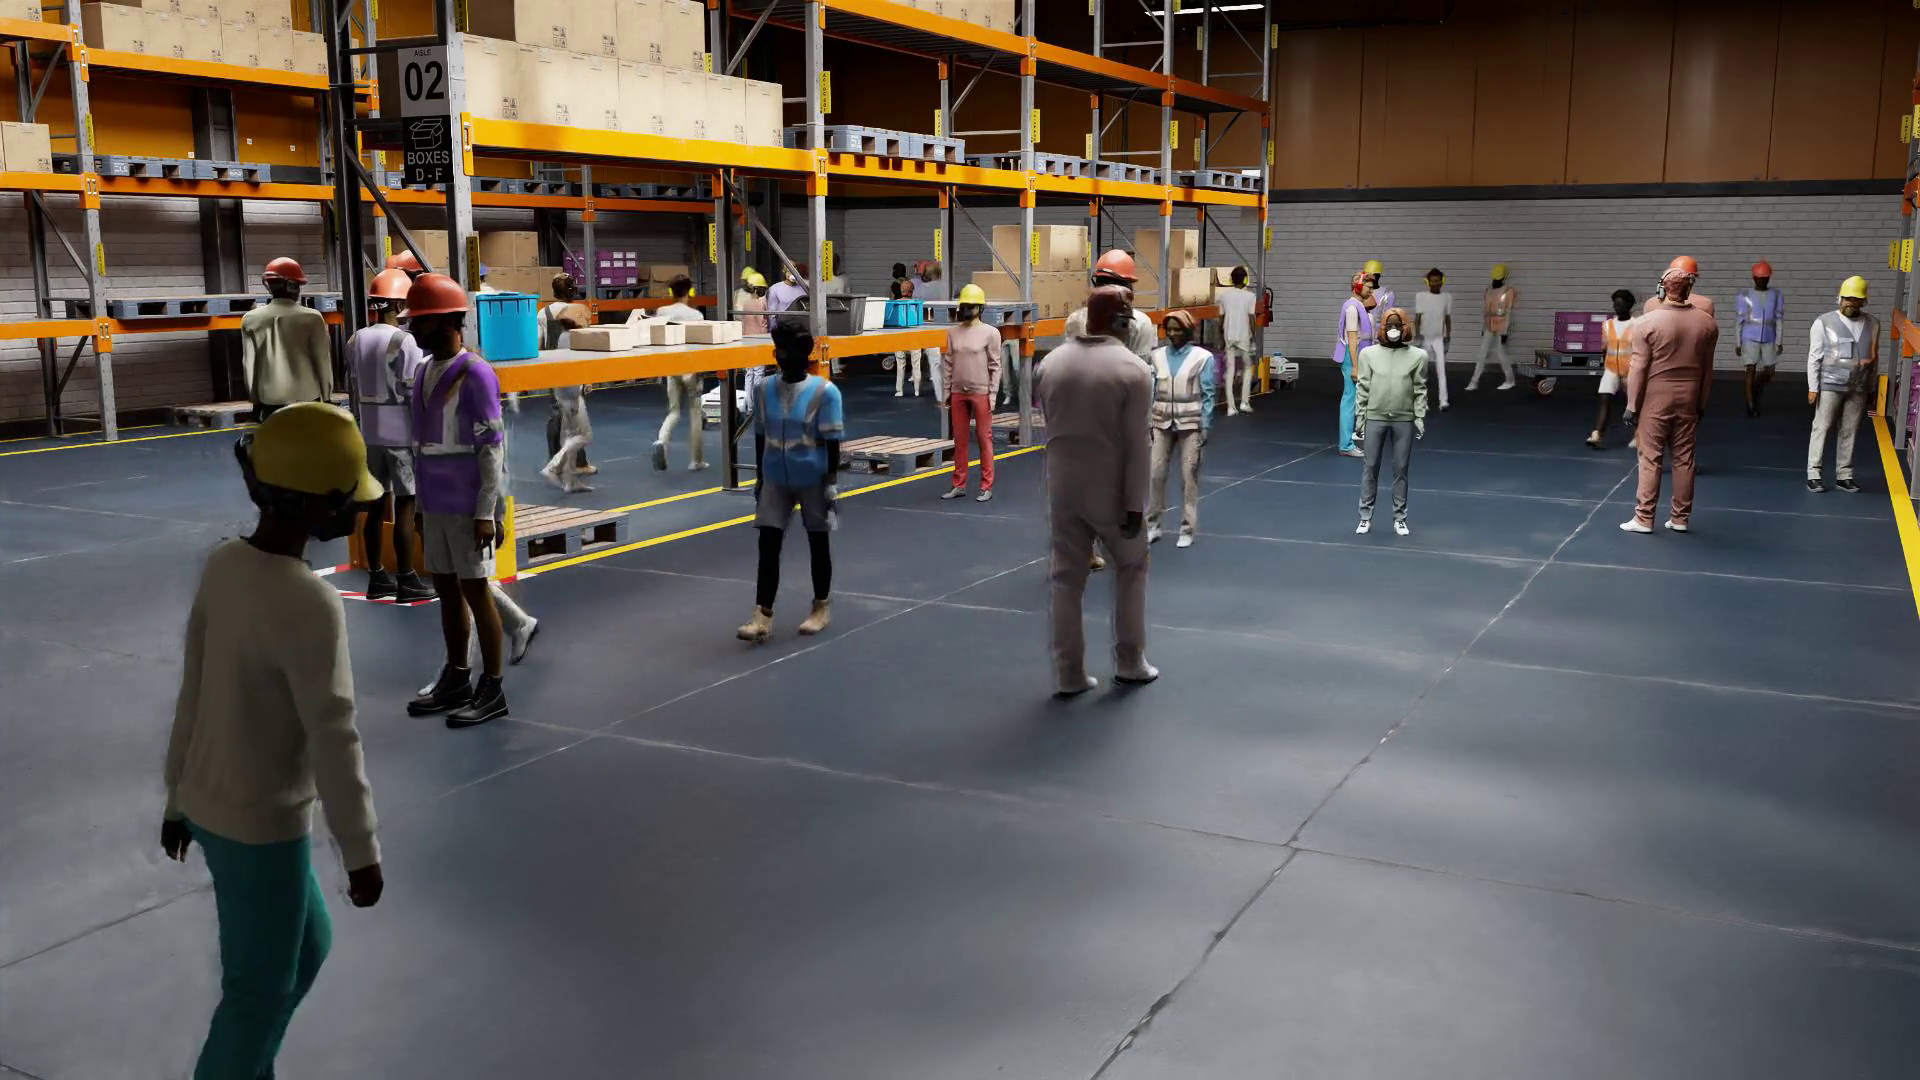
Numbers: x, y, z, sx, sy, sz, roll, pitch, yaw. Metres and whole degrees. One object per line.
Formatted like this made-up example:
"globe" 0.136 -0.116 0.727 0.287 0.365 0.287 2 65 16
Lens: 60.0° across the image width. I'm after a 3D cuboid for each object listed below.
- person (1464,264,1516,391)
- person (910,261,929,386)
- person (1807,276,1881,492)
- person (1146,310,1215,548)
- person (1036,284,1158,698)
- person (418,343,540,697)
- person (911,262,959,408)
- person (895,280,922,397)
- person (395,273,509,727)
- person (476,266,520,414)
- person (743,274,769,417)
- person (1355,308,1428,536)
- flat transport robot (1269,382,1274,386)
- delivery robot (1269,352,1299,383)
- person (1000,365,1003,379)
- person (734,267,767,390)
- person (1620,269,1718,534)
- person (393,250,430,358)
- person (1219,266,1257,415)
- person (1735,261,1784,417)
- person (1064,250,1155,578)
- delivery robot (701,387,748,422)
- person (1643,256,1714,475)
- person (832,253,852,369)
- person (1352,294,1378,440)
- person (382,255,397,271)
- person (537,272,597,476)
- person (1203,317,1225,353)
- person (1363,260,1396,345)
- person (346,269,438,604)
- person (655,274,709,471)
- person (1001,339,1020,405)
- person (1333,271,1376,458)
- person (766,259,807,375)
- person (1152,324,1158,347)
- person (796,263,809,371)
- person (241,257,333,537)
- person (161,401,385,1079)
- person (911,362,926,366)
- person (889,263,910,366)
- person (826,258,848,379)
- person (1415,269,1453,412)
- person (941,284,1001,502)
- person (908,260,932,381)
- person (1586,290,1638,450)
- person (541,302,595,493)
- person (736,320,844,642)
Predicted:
"person" 7.888 -3.113 24.487 0.914 1.877 0.669 -5 11 -26
"person" -0.433 -3.232 24.975 0.549 1.908 0.923 -7 12 -34
"person" 7.467 -1.306 14.047 0.598 1.827 0.403 0 10 -1
"person" 1.502 -0.763 11.479 0.535 1.636 0.354 5 11 27
"person" 0.676 -0.230 7.690 0.633 1.873 0.742 7 12 34
"person" -2.279 -0.120 7.808 0.533 1.616 0.737 8 13 40
"person" -0.306 -2.679 21.817 0.652 1.891 0.569 -2 10 -10
"person" -0.733 -2.822 23.372 0.521 1.640 0.306 -2 10 -11
"person" -2.193 -0.167 7.137 0.553 1.935 0.362 8 13 40
"person" -5.950 -2.508 20.799 0.835 1.893 0.724 2 10 12
"person" -2.485 -2.381 20.453 0.310 1.770 0.522 -7 12 -34
"person" 3.087 -0.844 11.939 0.498 1.634 0.281 2 10 12
"flat transport robot" 4.152 -2.488 25.396 1.431 0.197 0.652 2 10 12
"delivery robot" 4.679 -2.520 24.490 0.477 0.478 0.707 -4 10 -22
"person" 0.616 -3.509 26.683 0.463 1.869 0.588 5 11 25
"person" -3.038 -3.028 24.040 0.619 1.818 0.421 4 10 20
"person" 5.082 -0.989 11.991 0.642 1.909 0.408 -2 10 -10
"person" -4.735 -1.493 14.502 0.608 2.048 0.365 9 13 43
"person" 3.514 -2.493 20.850 0.565 1.847 0.673 6 11 29
"person" 9.896 -2.492 20.631 0.570 1.925 0.556 2 10 9
"person" 0.949 -0.781 10.396 0.616 2.039 0.389 6 12 33
"delivery robot" -2.711 -1.597 19.146 0.477 0.478 0.707 3 10 14
"person" 6.517 -1.577 15.154 0.612 1.987 0.399 5 11 28
"person" -2.172 -3.967 28.842 0.688 2.000 0.596 3 10 18
"person" 4.379 -1.902 18.066 0.283 1.631 0.503 4 10 19
"person" -6.825 -2.477 20.354 0.388 1.990 0.622 -3 10 -14
"person" -3.578 -1.498 15.111 0.516 1.844 0.329 4 10 20
"person" 4.193 -3.537 27.143 0.403 1.767 0.671 -7 12 -35
"person" 5.196 -2.563 21.042 0.587 1.928 0.363 8 12 38
"person" -3.272 -0.596 9.658 0.545 1.932 0.386 5 11 27
"person" -2.588 -1.526 15.303 0.518 1.843 0.701 2 10 14
"person" 0.672 -2.664 22.207 0.488 1.728 0.351 3 10 18
"person" 3.911 -1.743 16.550 0.389 1.839 0.563 3 10 14
"person" -2.103 -2.507 20.683 0.632 1.940 0.372 -8 12 -38
"person" 3.088 -3.304 25.654 0.648 1.807 0.743 9 13 42
"person" -2.687 -3.807 28.497 0.588 1.853 0.883 -4 11 -24
"person" -4.755 -1.003 11.839 0.608 1.987 0.391 0 10 -1
"person" -1.430 0.581 3.412 0.540 1.726 0.540 -8 13 -39
"person" -0.494 -4.001 29.716 0.920 1.798 0.662 5 11 27
"person" -1.074 -3.997 29.591 0.429 1.842 0.635 3 10 18
"person" -2.084 -3.564 26.806 0.631 1.936 0.362 7 12 36
"person" 6.029 -2.521 21.146 0.482 1.814 0.939 1 10 6
"person" 0.090 -1.196 13.583 0.523 1.772 0.302 6 11 29
"person" -0.605 -3.434 26.144 0.642 1.909 0.399 -3 10 -18
"person" 6.781 -1.733 17.029 0.919 1.637 0.537 -10 14 -44
"person" -3.275 -1.176 13.895 0.447 1.612 0.539 -5 11 -25
"person" -0.891 -0.287 8.584 0.553 1.663 0.769 3 10 19
